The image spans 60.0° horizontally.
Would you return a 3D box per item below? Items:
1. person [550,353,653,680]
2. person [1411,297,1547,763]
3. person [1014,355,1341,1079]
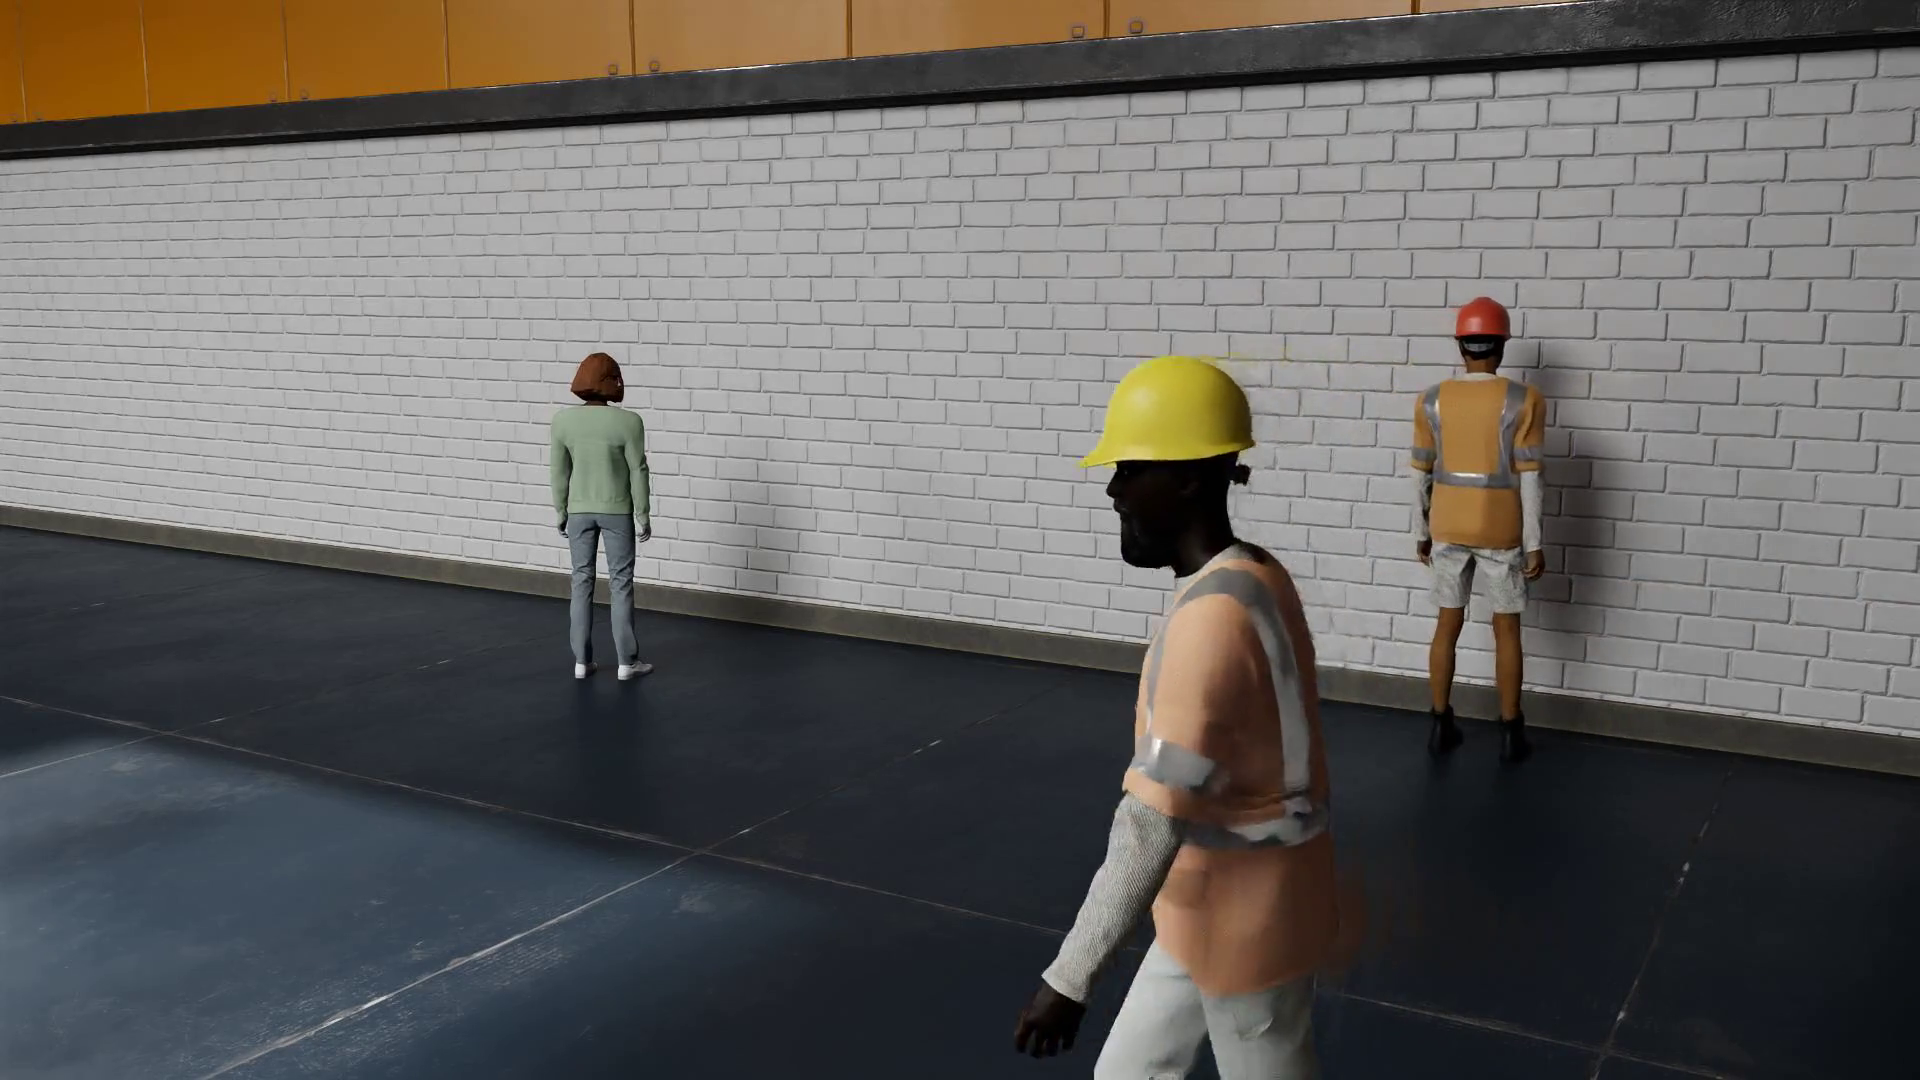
[{"bbox_3d":[-1.784,-0.115,8.309,0.507,1.631,0.278,2,9,11],"label":"person"},{"bbox_3d":[2.157,-0.041,6.935,0.568,1.928,0.380,6,11,34],"label":"person"},{"bbox_3d":[0.343,0.641,2.825,0.961,1.881,0.604,1,9,8],"label":"person"}]
